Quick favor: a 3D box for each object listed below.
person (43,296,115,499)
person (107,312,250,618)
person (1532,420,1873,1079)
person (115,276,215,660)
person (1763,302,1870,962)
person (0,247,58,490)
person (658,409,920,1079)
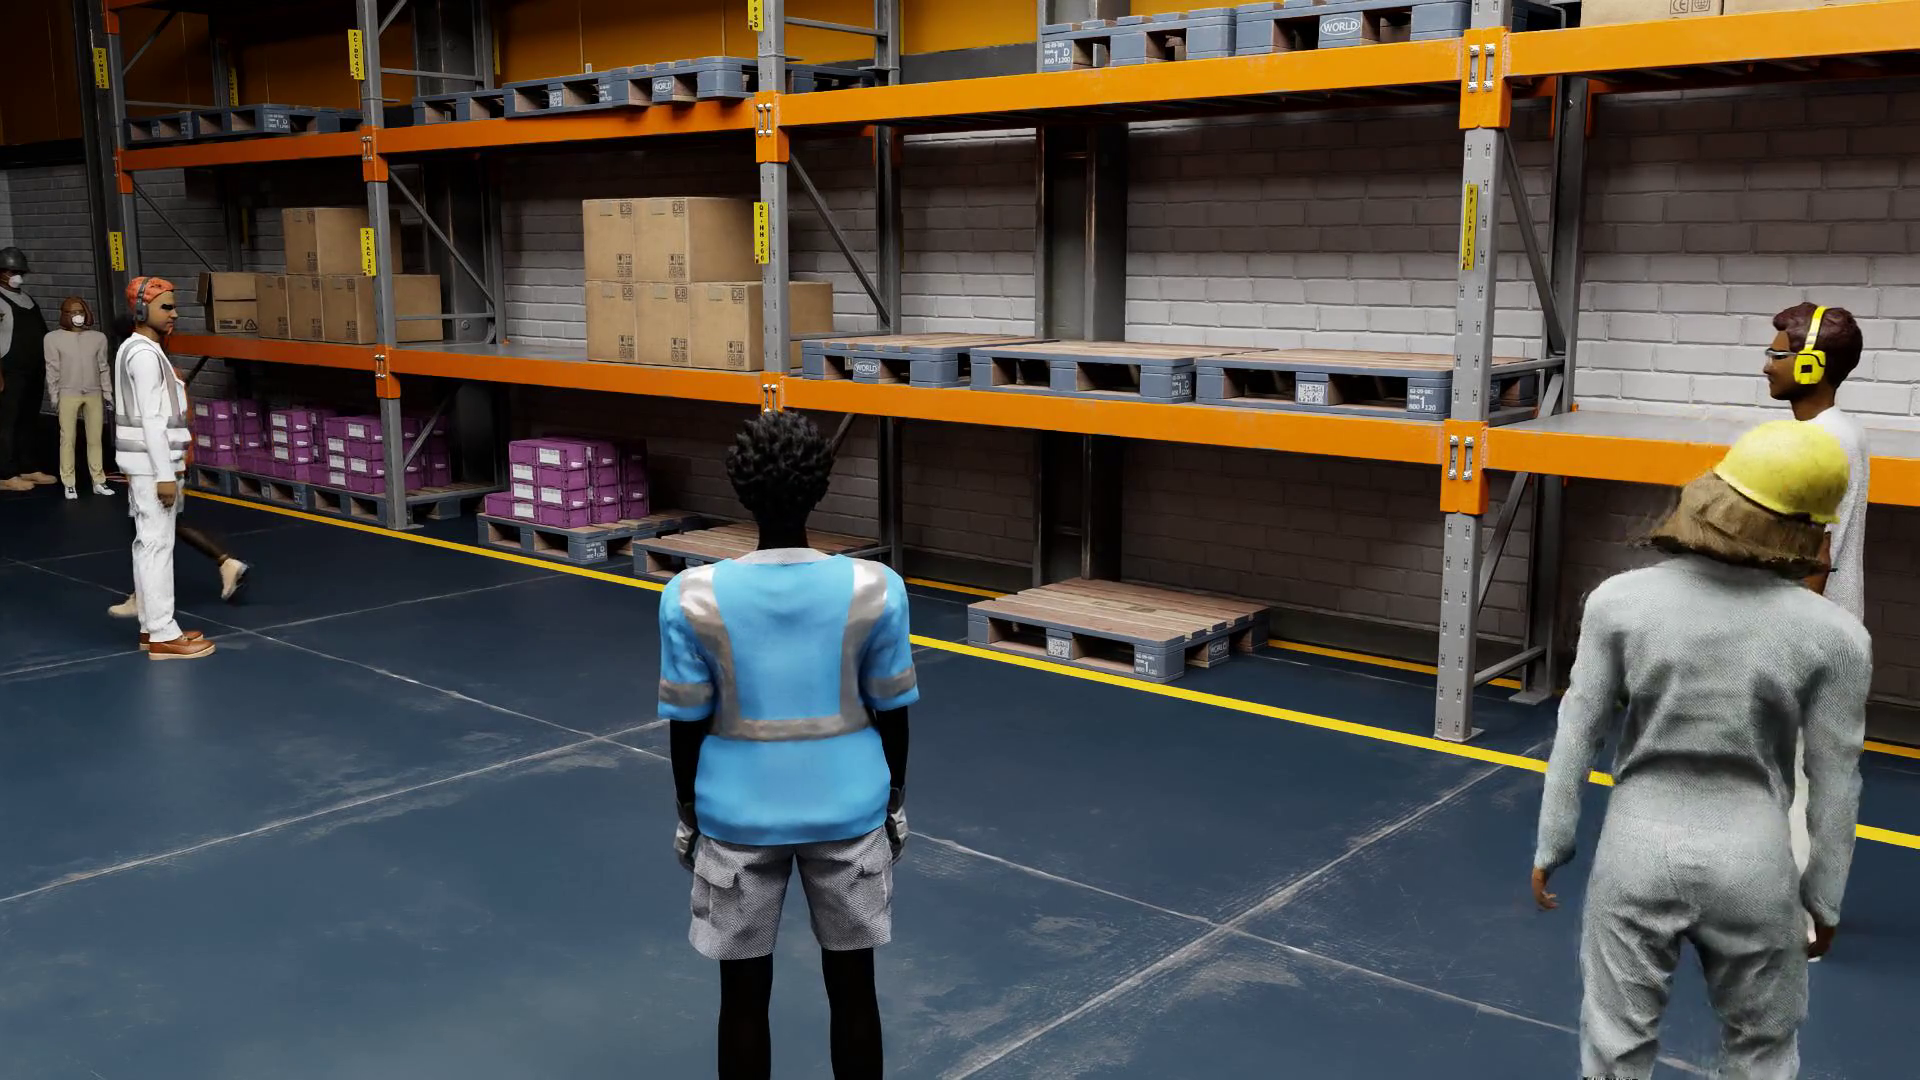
[{"bbox_3d":[-7.144,-1.156,13.518,0.278,1.634,0.498,9,13,41],"label":"person"},{"bbox_3d":[-4.348,-0.409,9.112,0.643,1.678,0.545,-2,10,-12],"label":"person"},{"bbox_3d":[1.373,0.632,3.132,0.570,1.716,0.306,4,11,23],"label":"person"},{"bbox_3d":[-3.978,-0.353,8.242,0.362,1.883,0.575,-6,11,-29],"label":"person"},{"bbox_3d":[2.377,0.268,4.738,0.331,1.874,0.519,7,12,34],"label":"person"},{"bbox_3d":[-7.917,-1.449,14.031,0.535,2.000,0.684,0,10,0],"label":"person"},{"bbox_3d":[-0.352,0.576,3.473,0.535,1.699,0.318,-2,10,-9],"label":"person"}]
